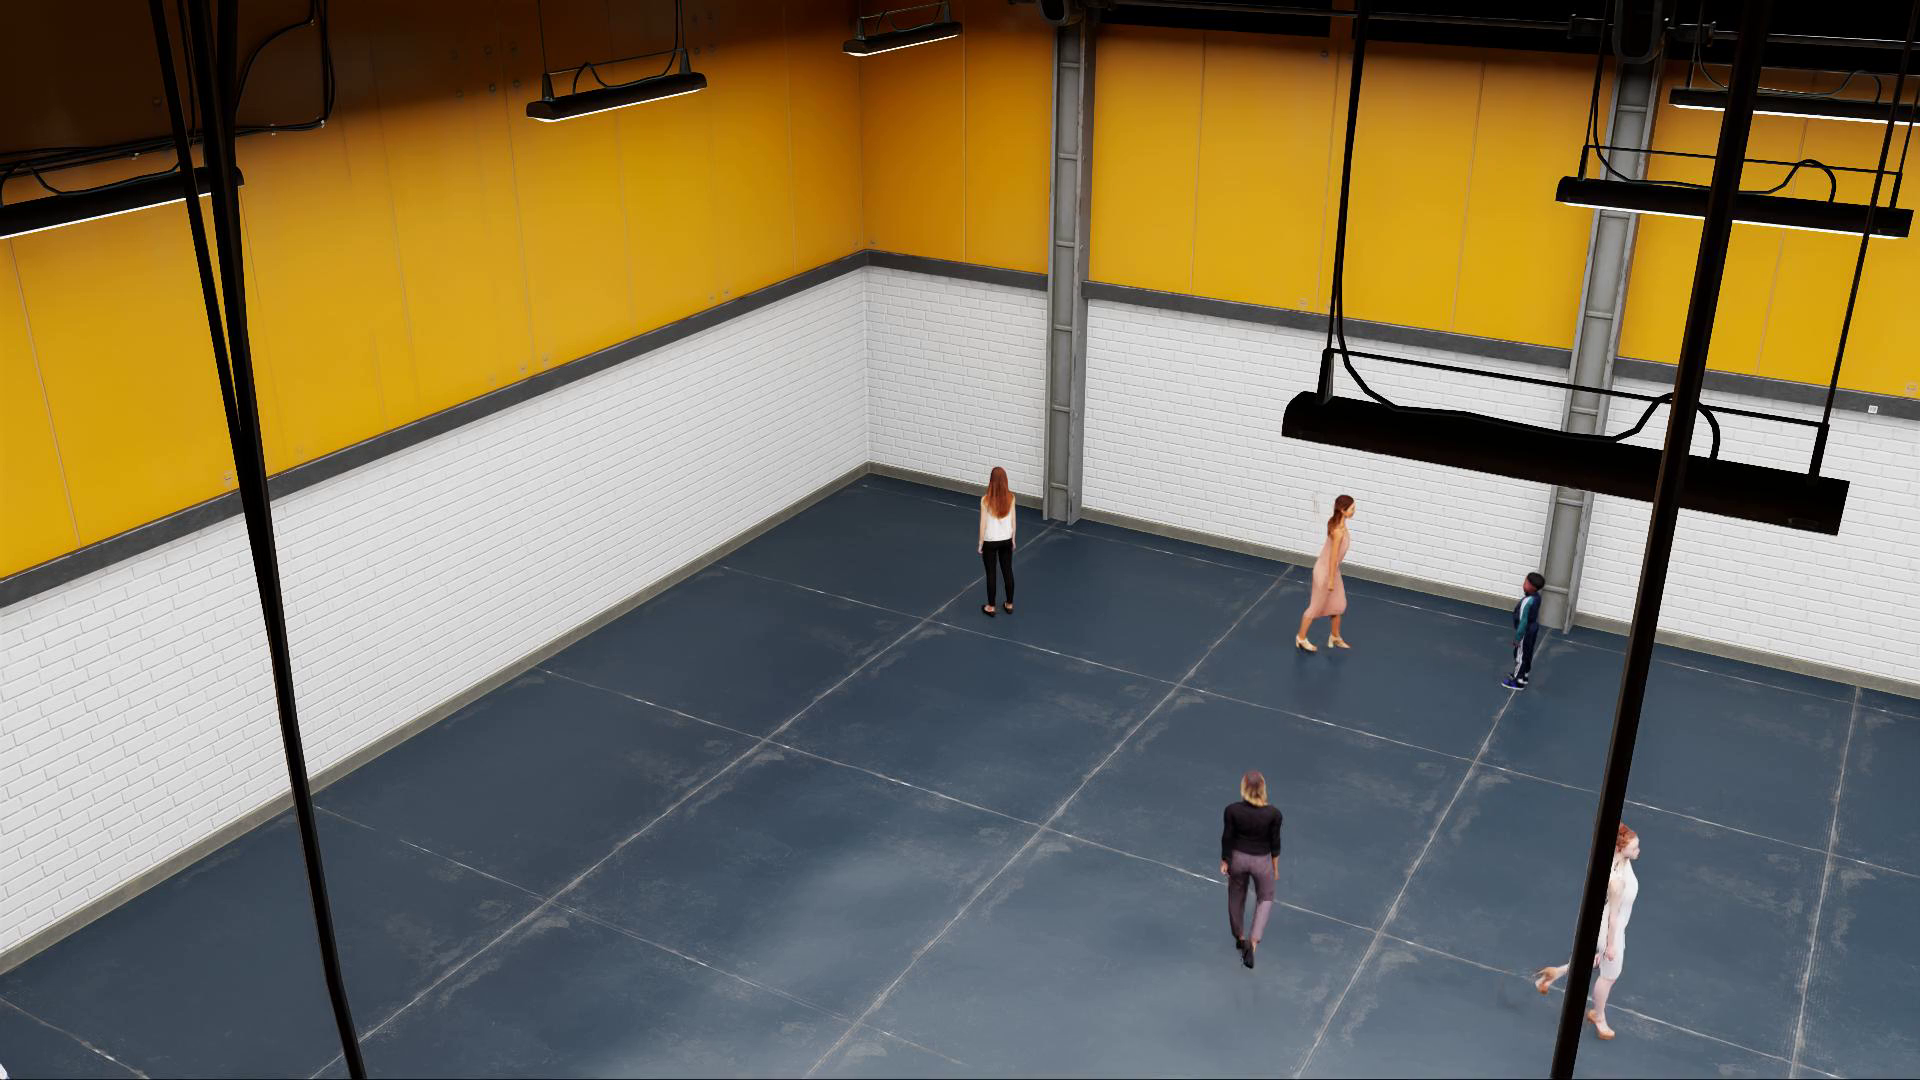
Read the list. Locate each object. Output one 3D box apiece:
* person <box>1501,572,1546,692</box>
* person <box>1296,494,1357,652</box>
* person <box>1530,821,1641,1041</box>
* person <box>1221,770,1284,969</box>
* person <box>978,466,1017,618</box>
[{"bbox_3d":[5.682,0.900,16.693,0.496,1.256,0.521,17,29,34],"label":"person"},{"bbox_3d":[3.758,0.343,17.288,0.838,1.800,0.693,7,25,17],"label":"person"},{"bbox_3d":[4.508,2.761,11.784,0.834,1.778,0.557,13,27,27],"label":"person"},{"bbox_3d":[2.185,2.510,12.509,0.813,1.658,0.803,5,24,11],"label":"person"},{"bbox_3d":[0.415,0.015,18.137,0.657,1.721,0.699,-8,25,-18],"label":"person"}]
